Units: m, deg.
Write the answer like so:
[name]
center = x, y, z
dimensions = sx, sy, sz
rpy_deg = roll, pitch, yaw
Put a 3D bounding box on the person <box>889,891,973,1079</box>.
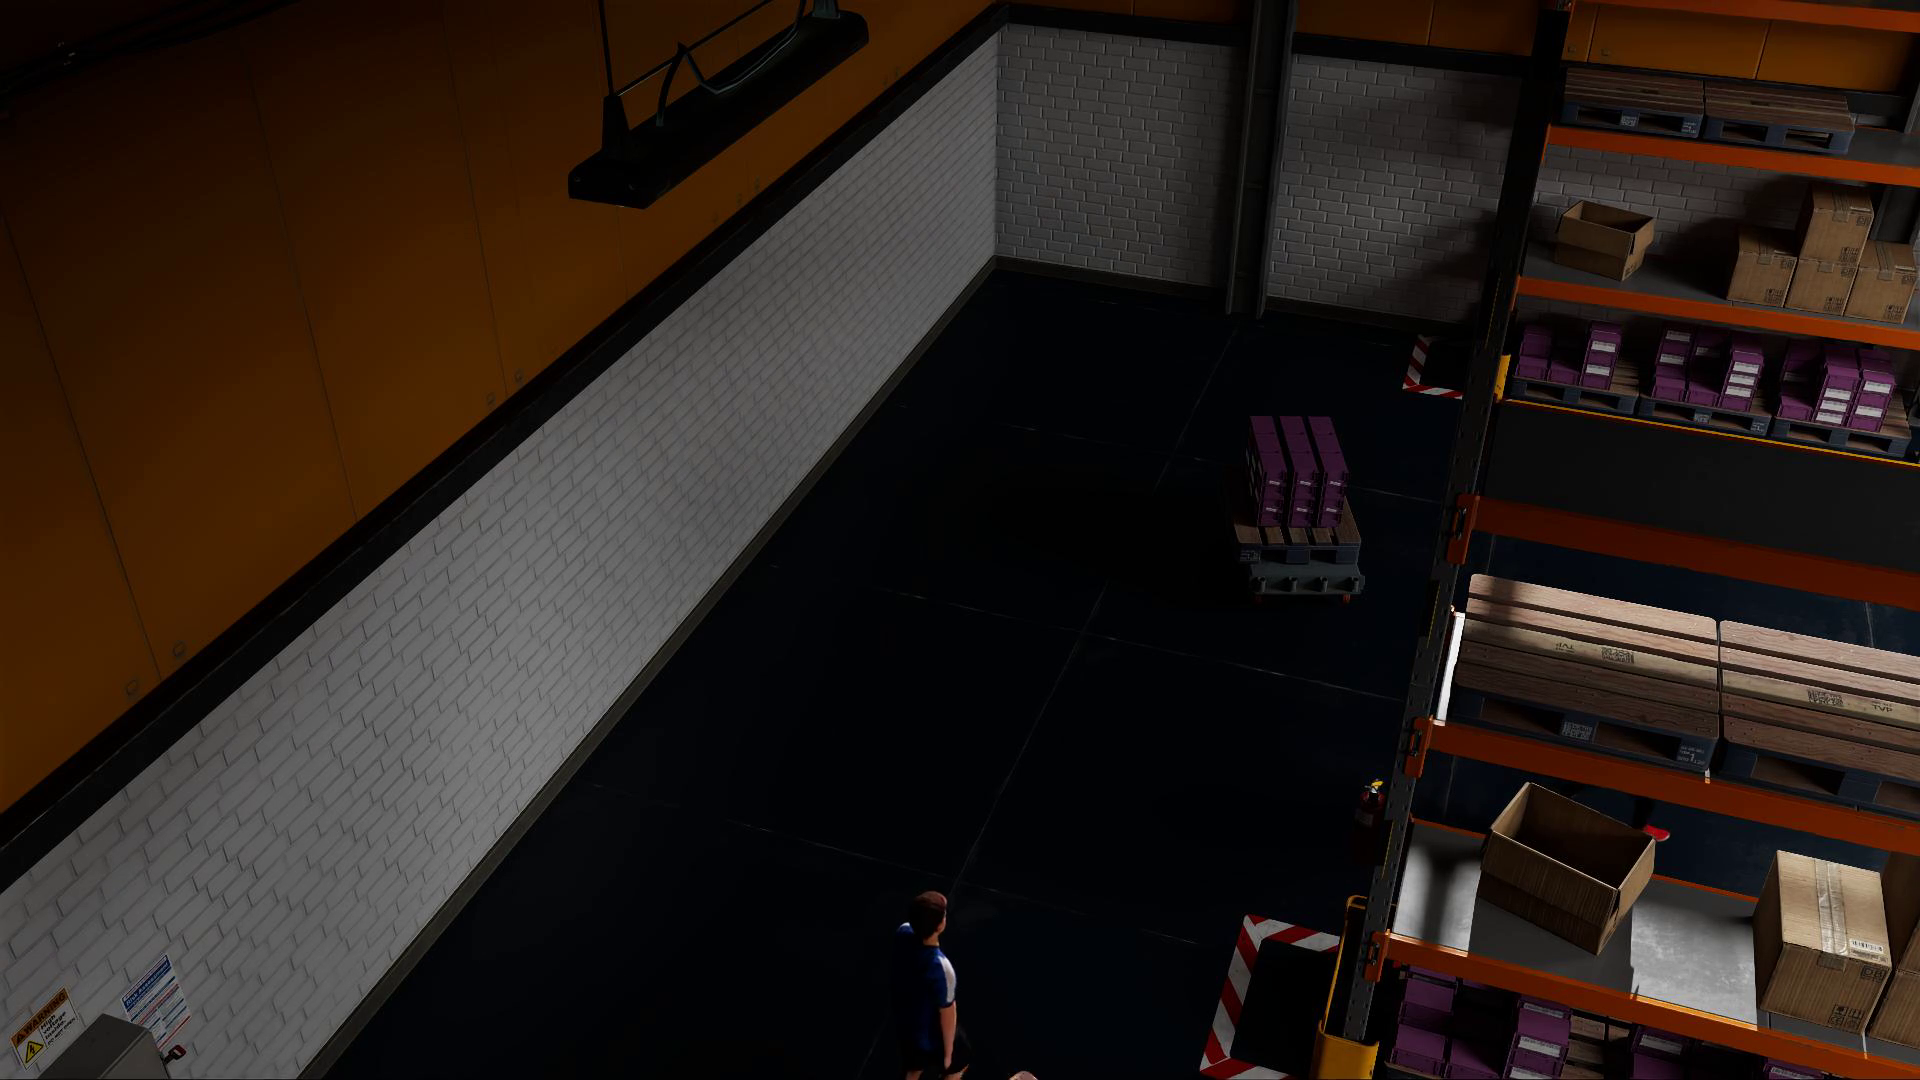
[person]
center = -0.257, 2.640, 8.938
dimensions = 0.735, 1.849, 0.833
rpy_deg = 28, 43, 36
